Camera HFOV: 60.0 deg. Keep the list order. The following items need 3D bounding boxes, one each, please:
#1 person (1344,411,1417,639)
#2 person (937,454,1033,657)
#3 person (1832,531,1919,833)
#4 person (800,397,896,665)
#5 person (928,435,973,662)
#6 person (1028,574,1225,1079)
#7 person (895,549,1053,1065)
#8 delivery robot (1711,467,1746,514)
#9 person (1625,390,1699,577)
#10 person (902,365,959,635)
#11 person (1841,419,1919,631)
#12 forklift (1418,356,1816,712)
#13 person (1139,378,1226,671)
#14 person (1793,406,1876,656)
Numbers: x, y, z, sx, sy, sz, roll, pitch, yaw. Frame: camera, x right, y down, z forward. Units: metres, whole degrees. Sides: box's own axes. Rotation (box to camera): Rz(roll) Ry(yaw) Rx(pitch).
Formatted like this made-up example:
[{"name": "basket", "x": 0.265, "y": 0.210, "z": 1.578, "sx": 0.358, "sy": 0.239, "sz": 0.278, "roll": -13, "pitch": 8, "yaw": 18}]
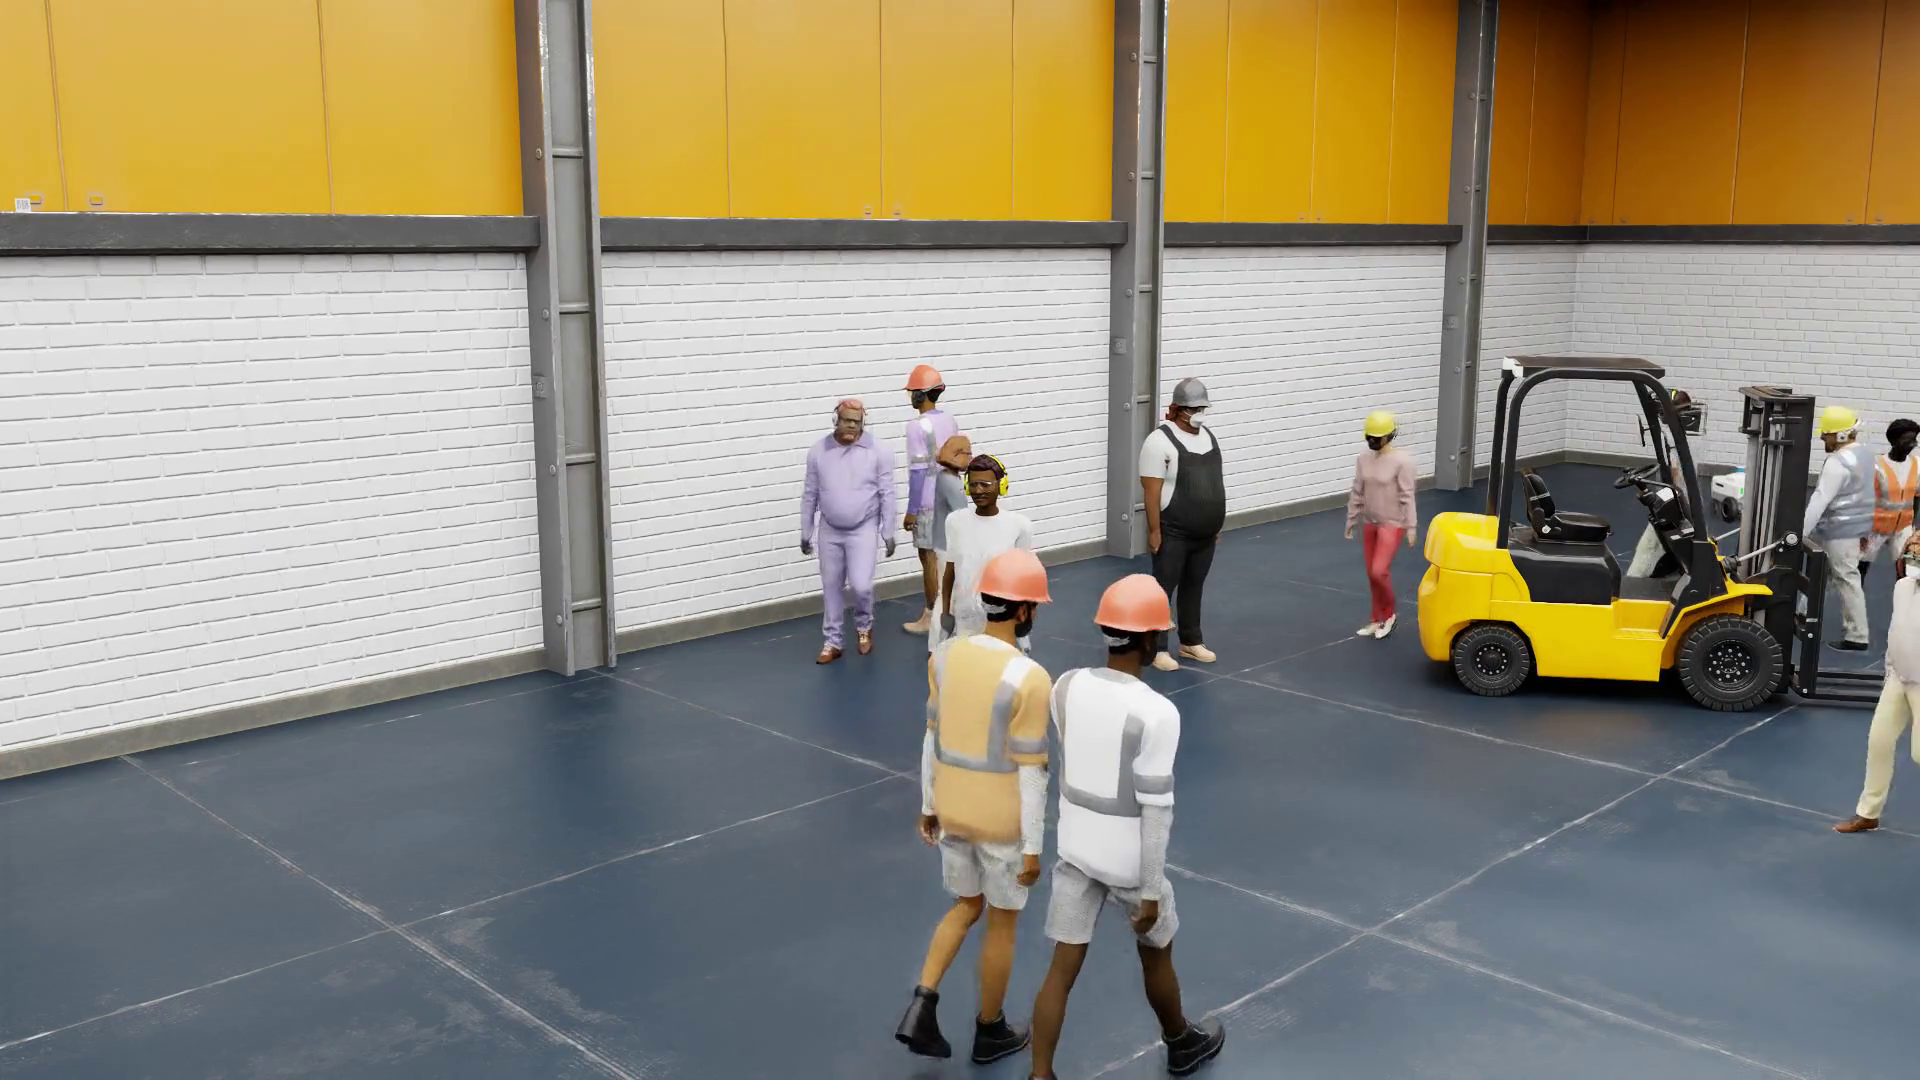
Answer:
[{"name": "person", "x": 3.128, "y": -0.098, "z": 12.315, "sx": 0.475, "sy": 1.729, "sz": 0.636, "roll": -6, "pitch": 12, "yaw": -31}, {"name": "person", "x": 0.130, "y": 0.466, "z": 8.867, "sx": 0.518, "sy": 1.874, "sz": 0.326, "roll": 2, "pitch": 11, "yaw": 13}, {"name": "person", "x": 4.808, "y": 0.719, "z": 8.213, "sx": 0.672, "sy": 1.606, "sz": 0.524, "roll": -1, "pitch": 10, "yaw": -5}, {"name": "person", "x": -0.798, "y": -0.055, "z": 11.645, "sx": 0.707, "sy": 1.893, "sz": 0.425, "roll": 3, "pitch": 11, "yaw": 14}, {"name": "person", "x": 0.016, "y": 0.066, "z": 11.732, "sx": 0.578, "sy": 1.616, "sz": 0.525, "roll": -2, "pitch": 11, "yaw": -10}, {"name": "person", "x": 0.542, "y": 1.042, "z": 5.693, "sx": 0.568, "sy": 1.880, "sz": 1.001, "roll": 10, "pitch": 14, "yaw": 42}, {"name": "person", "x": 0.059, "y": 0.983, "z": 5.954, "sx": 0.597, "sy": 1.909, "sz": 0.624, "roll": 9, "pitch": 14, "yaw": 40}, {"name": "delivery robot", "x": 8.292, "y": -0.537, "z": 17.670, "sx": 0.477, "sy": 0.478, "sz": 0.707, "roll": 0, "pitch": 10, "yaw": -1}, {"name": "person", "x": 5.508, "y": -0.268, "z": 13.007, "sx": 0.563, "sy": 1.816, "sz": 0.985, "roll": -8, "pitch": 13, "yaw": -38}, {"name": "person", "x": -0.251, "y": -0.298, "z": 12.564, "sx": 0.397, "sy": 2.044, "sz": 0.609, "roll": 6, "pitch": 12, "yaw": 28}, {"name": "person", "x": 6.960, "y": -0.086, "z": 12.454, "sx": 0.553, "sy": 1.658, "sz": 0.673, "roll": -1, "pitch": 10, "yaw": -5}, {"name": "forklift", "x": 4.276, "y": -0.101, "z": 11.076, "sx": 2.313, "sy": 2.155, "sz": 1.214, "roll": 2, "pitch": 11, "yaw": 13}, {"name": "person", "x": 1.598, "y": -0.118, "z": 11.587, "sx": 0.684, "sy": 2.000, "sz": 0.535, "roll": -8, "pitch": 13, "yaw": -36}, {"name": "person", "x": 6.288, "y": -0.084, "z": 12.100, "sx": 0.844, "sy": 1.778, "sz": 0.588, "roll": 10, "pitch": 14, "yaw": 43}]
